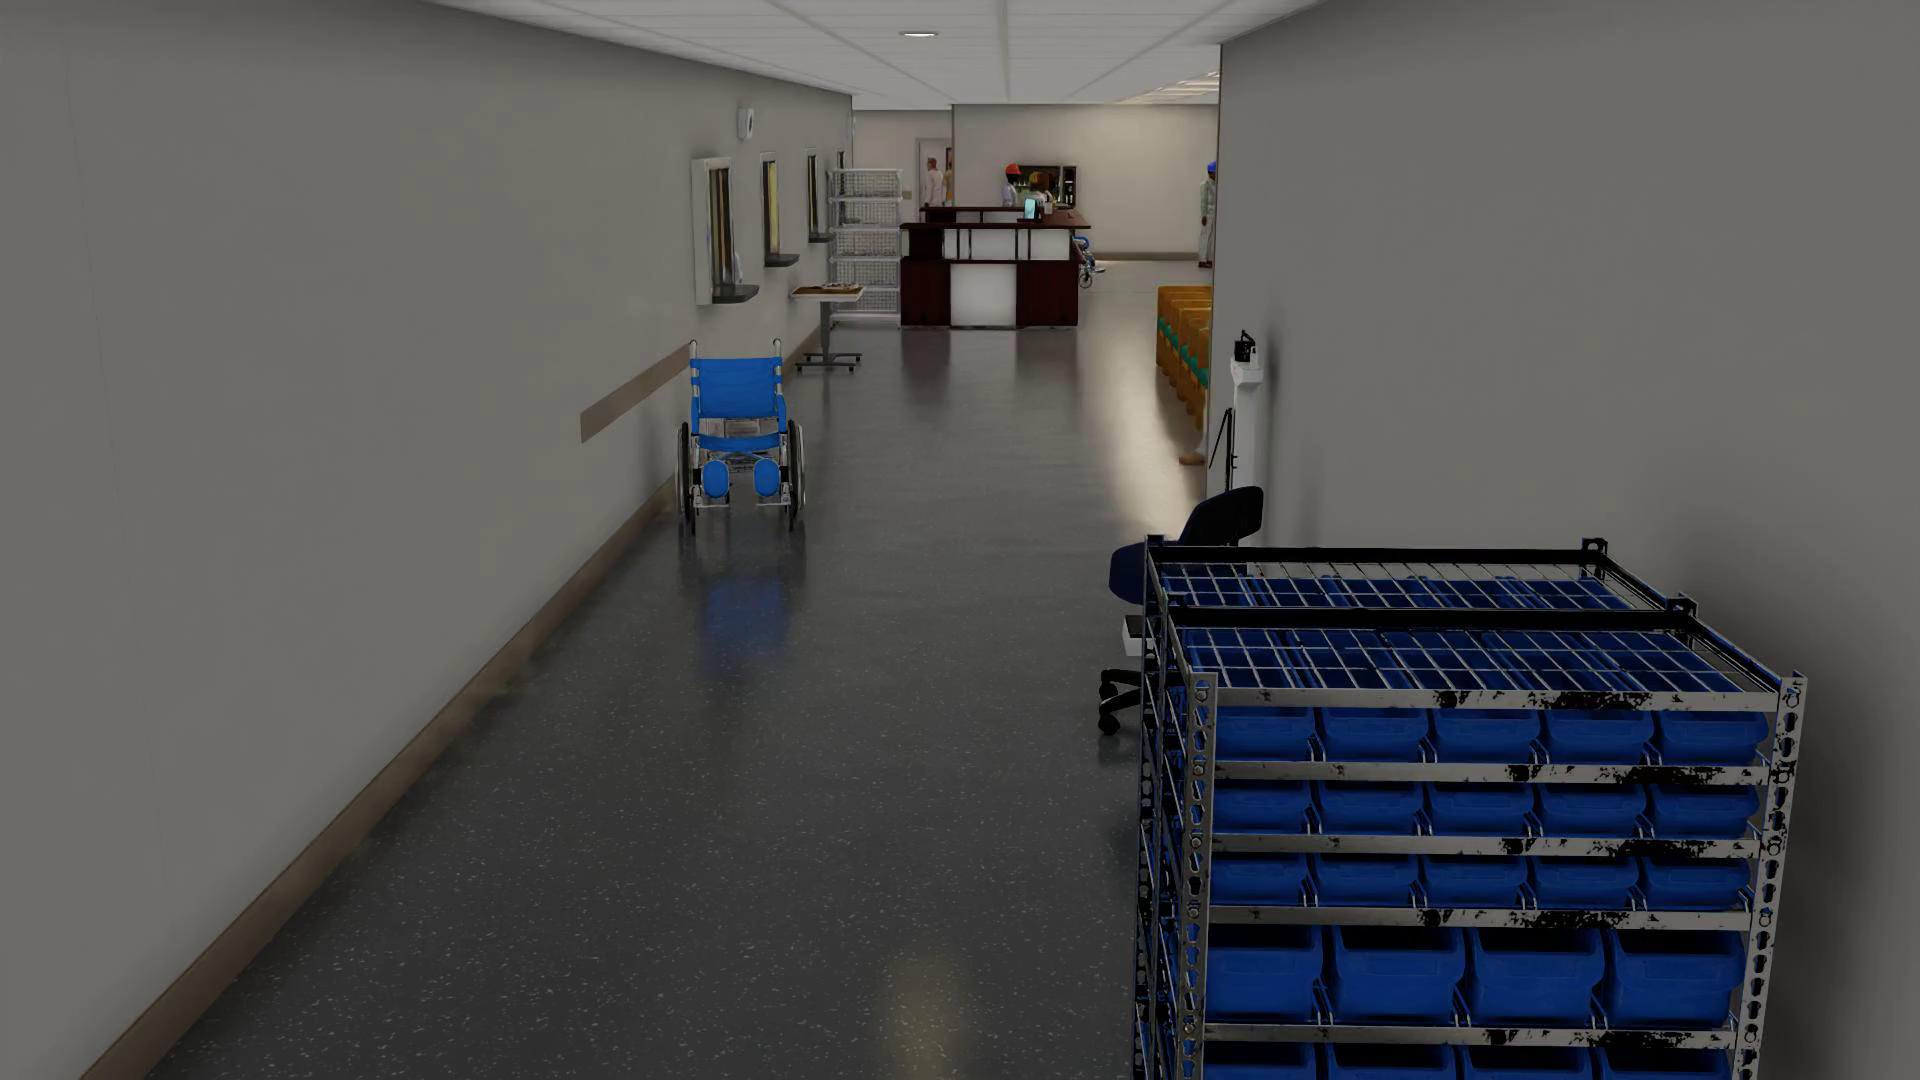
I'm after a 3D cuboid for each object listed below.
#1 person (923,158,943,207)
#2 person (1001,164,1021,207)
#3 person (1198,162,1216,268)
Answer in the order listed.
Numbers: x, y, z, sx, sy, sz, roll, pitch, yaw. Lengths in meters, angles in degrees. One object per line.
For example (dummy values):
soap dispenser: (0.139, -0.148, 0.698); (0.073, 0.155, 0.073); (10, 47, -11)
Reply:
person: (-0.648, -7.771, 38.043); (0.408, 1.906, 0.654); (7, 15, 26)
person: (0.925, -5.741, 29.740); (0.360, 1.936, 0.552); (2, 14, 9)
person: (4.663, -6.039, 30.928); (0.404, 1.945, 0.615); (9, 17, 33)
